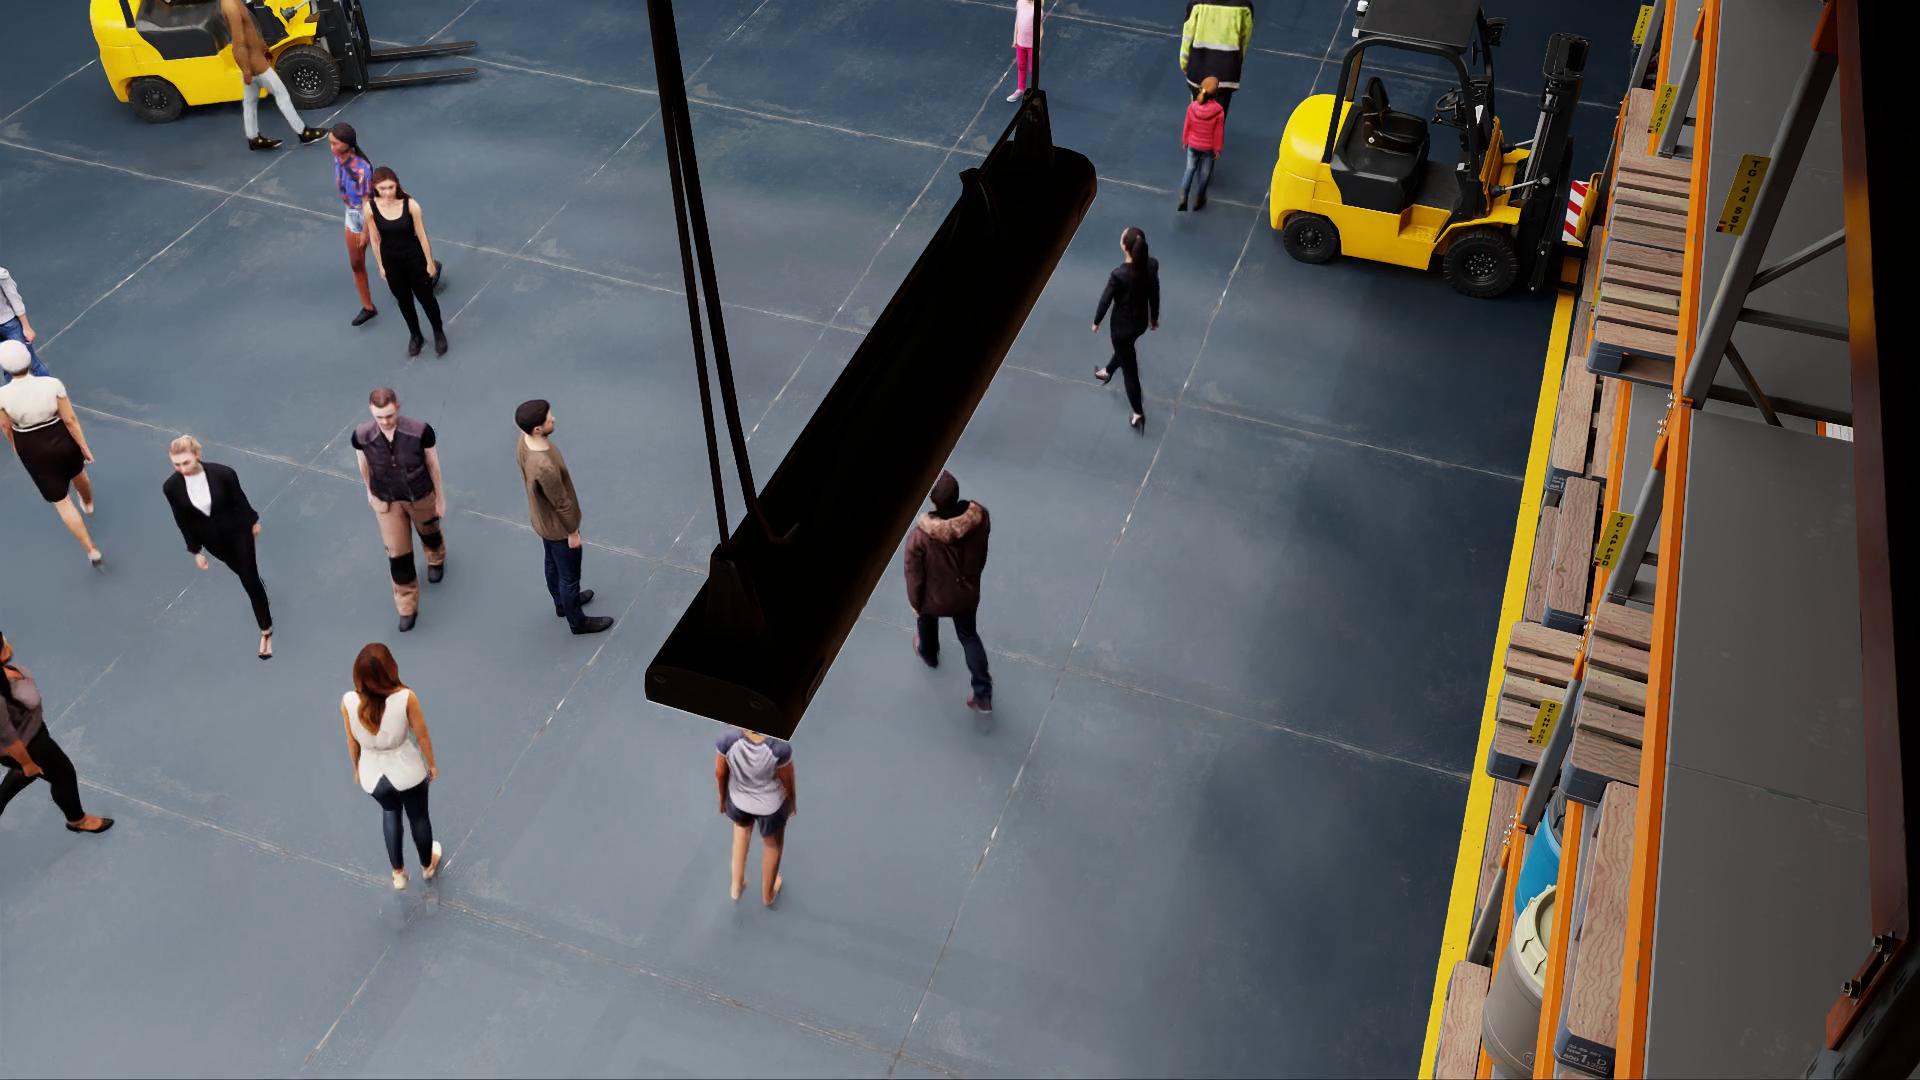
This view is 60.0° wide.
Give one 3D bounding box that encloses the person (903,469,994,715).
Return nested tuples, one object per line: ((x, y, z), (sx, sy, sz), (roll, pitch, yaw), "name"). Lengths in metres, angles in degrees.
((-0.024, 0.343, 10.315), (1.212, 1.812, 1.274), (-17, 46, -17), "person")

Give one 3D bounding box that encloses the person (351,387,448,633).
((-3.674, -0.378, 11.078), (1.038, 1.802, 1.191), (-7, 44, -7), "person")

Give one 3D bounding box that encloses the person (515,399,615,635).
((-2.625, -0.153, 10.781), (0.767, 1.887, 0.736), (-24, 48, -23), "person")

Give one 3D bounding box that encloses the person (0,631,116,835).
((-5.415, 1.185, 9.432), (1.096, 1.810, 1.007), (-27, 50, -25), "person")

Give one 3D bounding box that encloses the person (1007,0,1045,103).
((0.666, -4.846, 16.154), (0.557, 1.271, 0.599), (31, 52, 29), "person")

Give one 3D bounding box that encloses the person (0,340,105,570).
((-6.160, -0.529, 11.307), (1.111, 1.706, 1.062), (-26, 49, -24), "person")

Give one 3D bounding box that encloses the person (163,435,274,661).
((-4.803, -0.067, 10.859), (1.011, 1.655, 1.155), (-12, 45, -12), "person")

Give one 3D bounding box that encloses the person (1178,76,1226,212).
((2.116, -3.441, 14.653), (0.542, 1.307, 0.721), (18, 46, 18), "person")

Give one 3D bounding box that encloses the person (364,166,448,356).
((-4.359, -2.193, 13.068), (0.662, 1.686, 0.670), (-5, 44, -6), "person")

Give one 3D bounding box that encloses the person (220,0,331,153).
((-6.620, -4.386, 15.296), (1.095, 1.787, 1.039), (-17, 46, -17), "person")

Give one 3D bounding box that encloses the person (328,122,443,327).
((-4.708, -2.601, 13.482), (0.770, 1.707, 1.194), (24, 49, 23), "person")

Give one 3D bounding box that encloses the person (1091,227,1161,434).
((1.307, -1.523, 12.374), (1.031, 1.673, 1.050), (-21, 48, -21), "person")

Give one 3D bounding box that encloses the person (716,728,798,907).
((-1.145, 1.481, 9.273), (0.636, 1.600, 0.705), (3, 44, 3), "person")

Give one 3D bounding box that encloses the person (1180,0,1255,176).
((2.304, -4.252, 15.060), (0.881, 1.919, 1.332), (8, 44, 8), "person")

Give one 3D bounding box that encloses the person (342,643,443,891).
((-3.176, 1.364, 9.280), (0.786, 1.761, 0.882), (-3, 44, -3), "person")

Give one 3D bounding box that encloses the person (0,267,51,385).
((-7.195, -1.594, 12.479), (0.679, 1.631, 0.663), (-4, 44, -5), "person")
